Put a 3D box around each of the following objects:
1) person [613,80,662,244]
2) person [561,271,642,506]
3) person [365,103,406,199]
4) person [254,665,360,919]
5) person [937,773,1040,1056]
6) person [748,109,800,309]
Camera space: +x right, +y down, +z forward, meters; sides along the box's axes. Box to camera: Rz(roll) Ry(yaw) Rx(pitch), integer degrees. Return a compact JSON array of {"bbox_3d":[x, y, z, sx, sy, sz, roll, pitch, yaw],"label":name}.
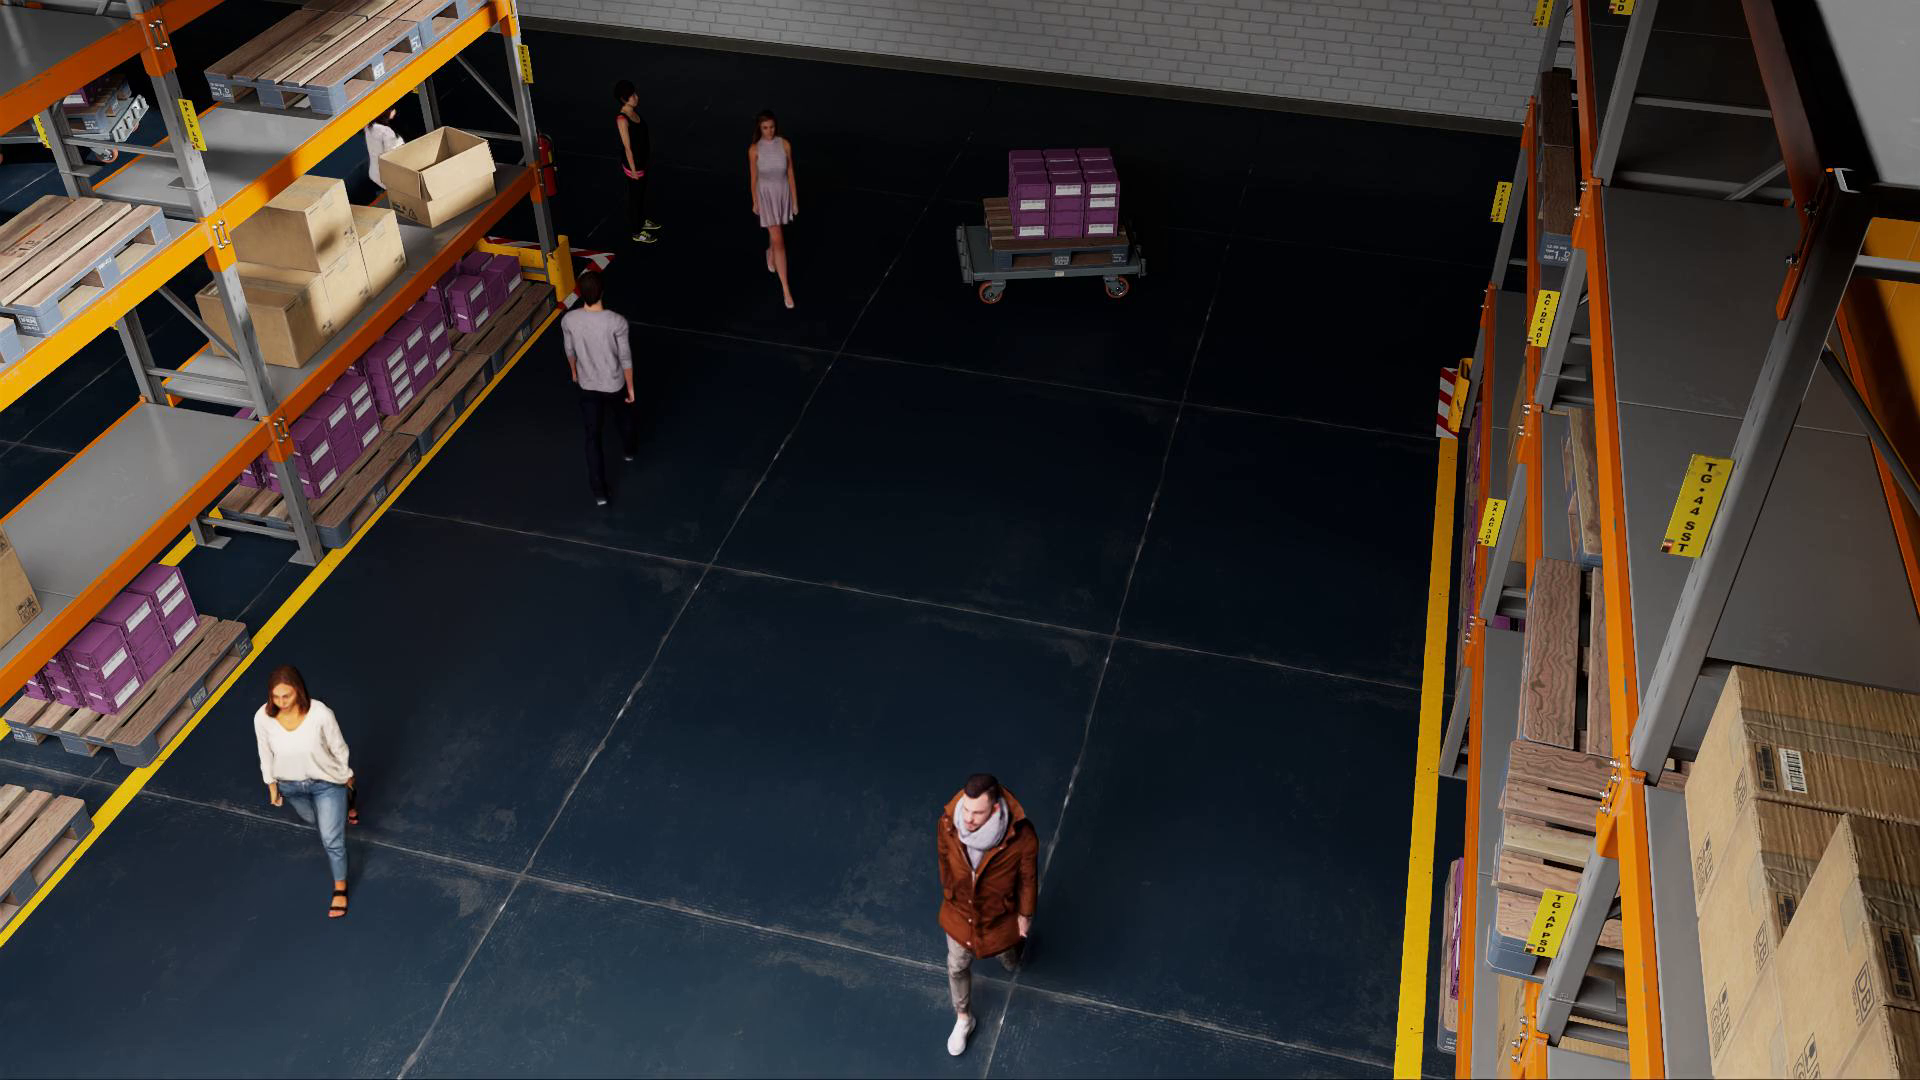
[{"bbox_3d":[-3.053,-3.571,15.601,0.644,1.553,0.509,1,39,1],"label":"person"},{"bbox_3d":[-2.674,-1.097,12.306,0.910,1.798,1.251,-1,39,-1],"label":"person"},{"bbox_3d":[-5.280,-3.268,15.197,0.908,1.584,1.131,25,45,28],"label":"person"},{"bbox_3d":[-3.650,1.300,9.419,0.781,1.654,1.102,0,39,0],"label":"person"},{"bbox_3d":[0.155,1.845,8.606,0.691,1.818,1.011,10,40,12],"label":"person"},{"bbox_3d":[-1.657,-3.010,14.768,0.968,1.715,1.159,-12,40,-14],"label":"person"}]
